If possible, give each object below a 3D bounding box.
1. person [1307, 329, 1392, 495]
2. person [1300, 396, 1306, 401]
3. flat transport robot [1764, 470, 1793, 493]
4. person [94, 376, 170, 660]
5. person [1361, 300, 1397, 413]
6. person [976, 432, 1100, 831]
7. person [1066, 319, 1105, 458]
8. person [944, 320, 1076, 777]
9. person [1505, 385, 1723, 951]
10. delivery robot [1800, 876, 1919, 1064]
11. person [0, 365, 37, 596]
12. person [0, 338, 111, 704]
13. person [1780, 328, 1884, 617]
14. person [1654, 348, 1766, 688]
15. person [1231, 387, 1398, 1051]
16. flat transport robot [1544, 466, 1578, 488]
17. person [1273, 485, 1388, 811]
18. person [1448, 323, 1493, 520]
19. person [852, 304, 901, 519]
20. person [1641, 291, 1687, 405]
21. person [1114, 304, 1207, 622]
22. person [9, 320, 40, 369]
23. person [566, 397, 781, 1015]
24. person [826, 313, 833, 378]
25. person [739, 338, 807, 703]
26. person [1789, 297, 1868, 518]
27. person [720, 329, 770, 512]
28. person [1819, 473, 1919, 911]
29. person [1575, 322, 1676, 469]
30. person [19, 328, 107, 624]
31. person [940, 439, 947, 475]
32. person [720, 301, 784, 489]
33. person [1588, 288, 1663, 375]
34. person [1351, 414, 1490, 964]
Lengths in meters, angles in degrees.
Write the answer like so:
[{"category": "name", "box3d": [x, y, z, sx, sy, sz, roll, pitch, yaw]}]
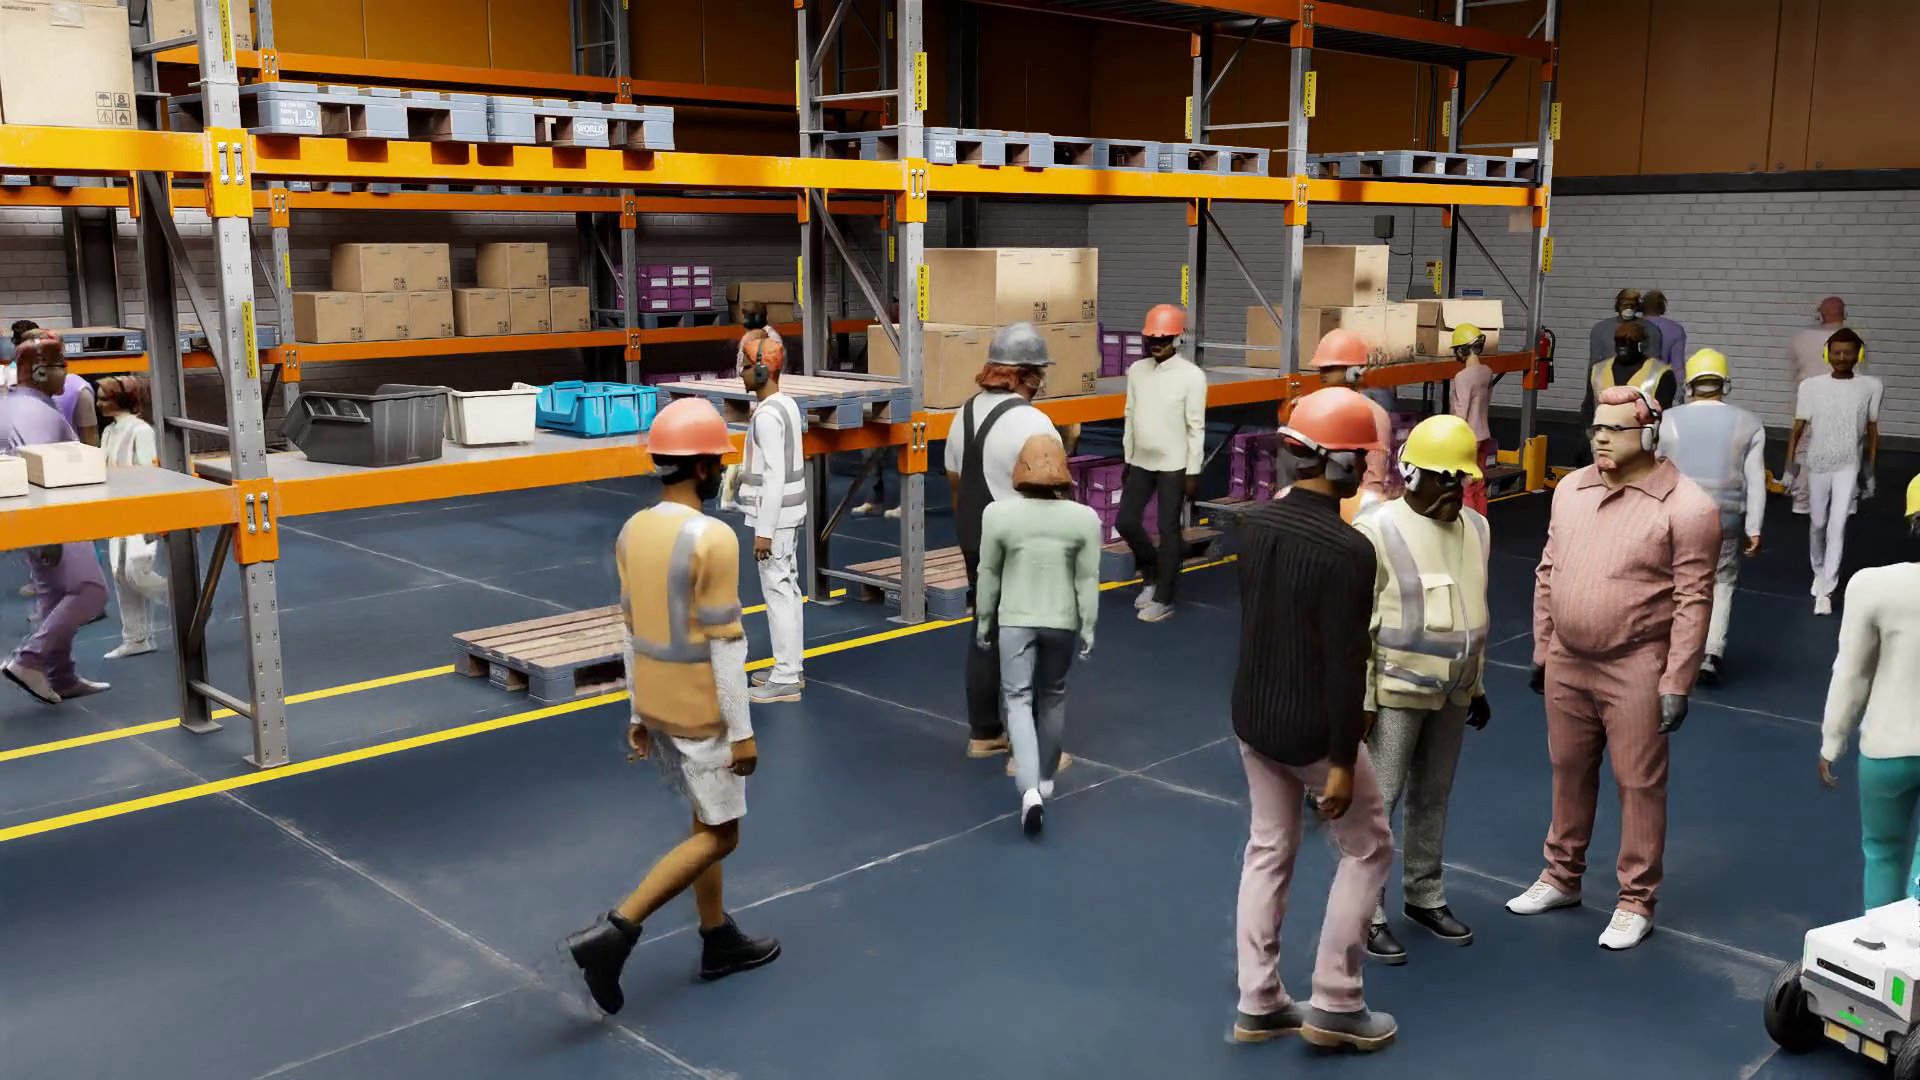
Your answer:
[{"category": "person", "box3d": [1.969, -0.090, 8.419, 1.050, 1.949, 0.616, -5, 12, -26]}, {"category": "person", "box3d": [3.684, -1.812, 17.949, 0.807, 1.880, 0.641, -6, 12, -29]}, {"category": "flat transport robot", "box3d": [6.977, -0.579, 15.632, 1.431, 0.197, 0.652, -2, 11, -9]}, {"category": "person", "box3d": [-4.663, -0.131, 9.482, 0.531, 1.624, 0.453, 8, 13, 39]}, {"category": "person", "box3d": [4.210, -1.561, 16.941, 0.515, 1.743, 0.575, -4, 11, -22]}, {"category": "person", "box3d": [0.326, 0.363, 6.864, 0.506, 1.610, 0.768, -1, 10, -6]}, {"category": "person", "box3d": [1.254, -1.672, 17.116, 0.541, 1.904, 0.792, 6, 12, 31]}, {"category": "person", "box3d": [0.274, 0.026, 7.503, 0.537, 2.000, 0.688, -7, 12, -33]}, {"category": "person", "box3d": [2.214, 0.426, 5.686, 0.408, 1.909, 0.642, -7, 13, -34]}, {"category": "delivery robot", "box3d": [2.796, 1.216, 4.810, 0.707, 0.478, 0.477, -5, 11, -25]}, {"category": "person", "box3d": [-6.342, -0.486, 10.841, 0.595, 1.837, 0.973, 1, 10, 6]}, {"category": "person", "box3d": [-4.656, -0.083, 8.508, 0.452, 1.895, 0.648, -10, 14, -43]}, {"category": "person", "box3d": [5.661, -0.468, 10.821, 0.541, 1.825, 0.989, 6, 12, 31]}, {"category": "person", "box3d": [3.941, -0.108, 8.841, 0.599, 1.811, 0.426, 4, 11, 22]}, {"category": "person", "box3d": [1.084, 0.533, 4.914, 0.576, 1.969, 0.636, -5, 12, -27]}, {"category": "flat transport robot", "box3d": [5.996, -0.503, 15.215, 0.652, 0.197, 1.431, -2, 11, -9]}, {"category": "person", "box3d": [1.503, 0.320, 6.892, 0.536, 1.680, 0.555, 6, 12, 29]}, {"category": "person", "box3d": [3.761, -0.726, 12.377, 0.326, 1.760, 0.524, 9, 13, 39]}, {"category": "person", "box3d": [-0.663, -1.068, 14.049, 0.694, 1.821, 0.556, -4, 11, -19]}, {"category": "person", "box3d": [6.506, -1.419, 15.812, 0.698, 1.870, 1.044, 4, 11, 21]}, {"category": "person", "box3d": [1.252, -0.473, 10.364, 0.650, 1.981, 0.420, 10, 14, 43]}, {"category": "person", "box3d": [-7.812, -1.005, 14.062, 0.321, 1.697, 0.530, 1, 10, 6]}, {"category": "person", "box3d": [-0.898, 0.518, 5.152, 0.737, 1.915, 0.549, -8, 13, -38]}, {"category": "person", "box3d": [-1.576, -1.916, 18.561, 0.311, 1.869, 0.530, -3, 11, -17]}, {"category": "person", "box3d": [-0.967, -0.099, 8.613, 0.337, 1.882, 0.584, 0, 10, 2]}, {"category": "person", "box3d": [7.422, -1.124, 14.200, 0.535, 1.891, 0.651, -10, 15, -44]}, {"category": "person", "box3d": [-1.734, -1.041, 14.516, 0.857, 1.585, 0.509, -6, 12, -28]}, {"category": "person", "box3d": [2.939, 0.629, 5.053, 0.564, 1.714, 0.788, 6, 12, 30]}, {"category": "person", "box3d": [4.769, -0.666, 11.935, 0.932, 1.806, 0.637, -10, 14, -42]}, {"category": "person", "box3d": [-5.564, -0.390, 10.313, 0.570, 1.840, 0.373, 4, 11, 20]}, {"category": "person", "box3d": [0.033, -1.603, 16.665, 0.548, 1.936, 0.378, 2, 11, 10]}, {"category": "person", "box3d": [-1.952, -1.387, 15.905, 0.982, 1.787, 0.640, -6, 12, -30]}, {"category": "person", "box3d": [6.140, -1.368, 15.410, 0.640, 1.926, 0.499, 5, 11, 23]}, {"category": "person", "box3d": [1.546, 0.488, 5.567, 0.588, 1.827, 0.403, -5, 12, -28]}]
